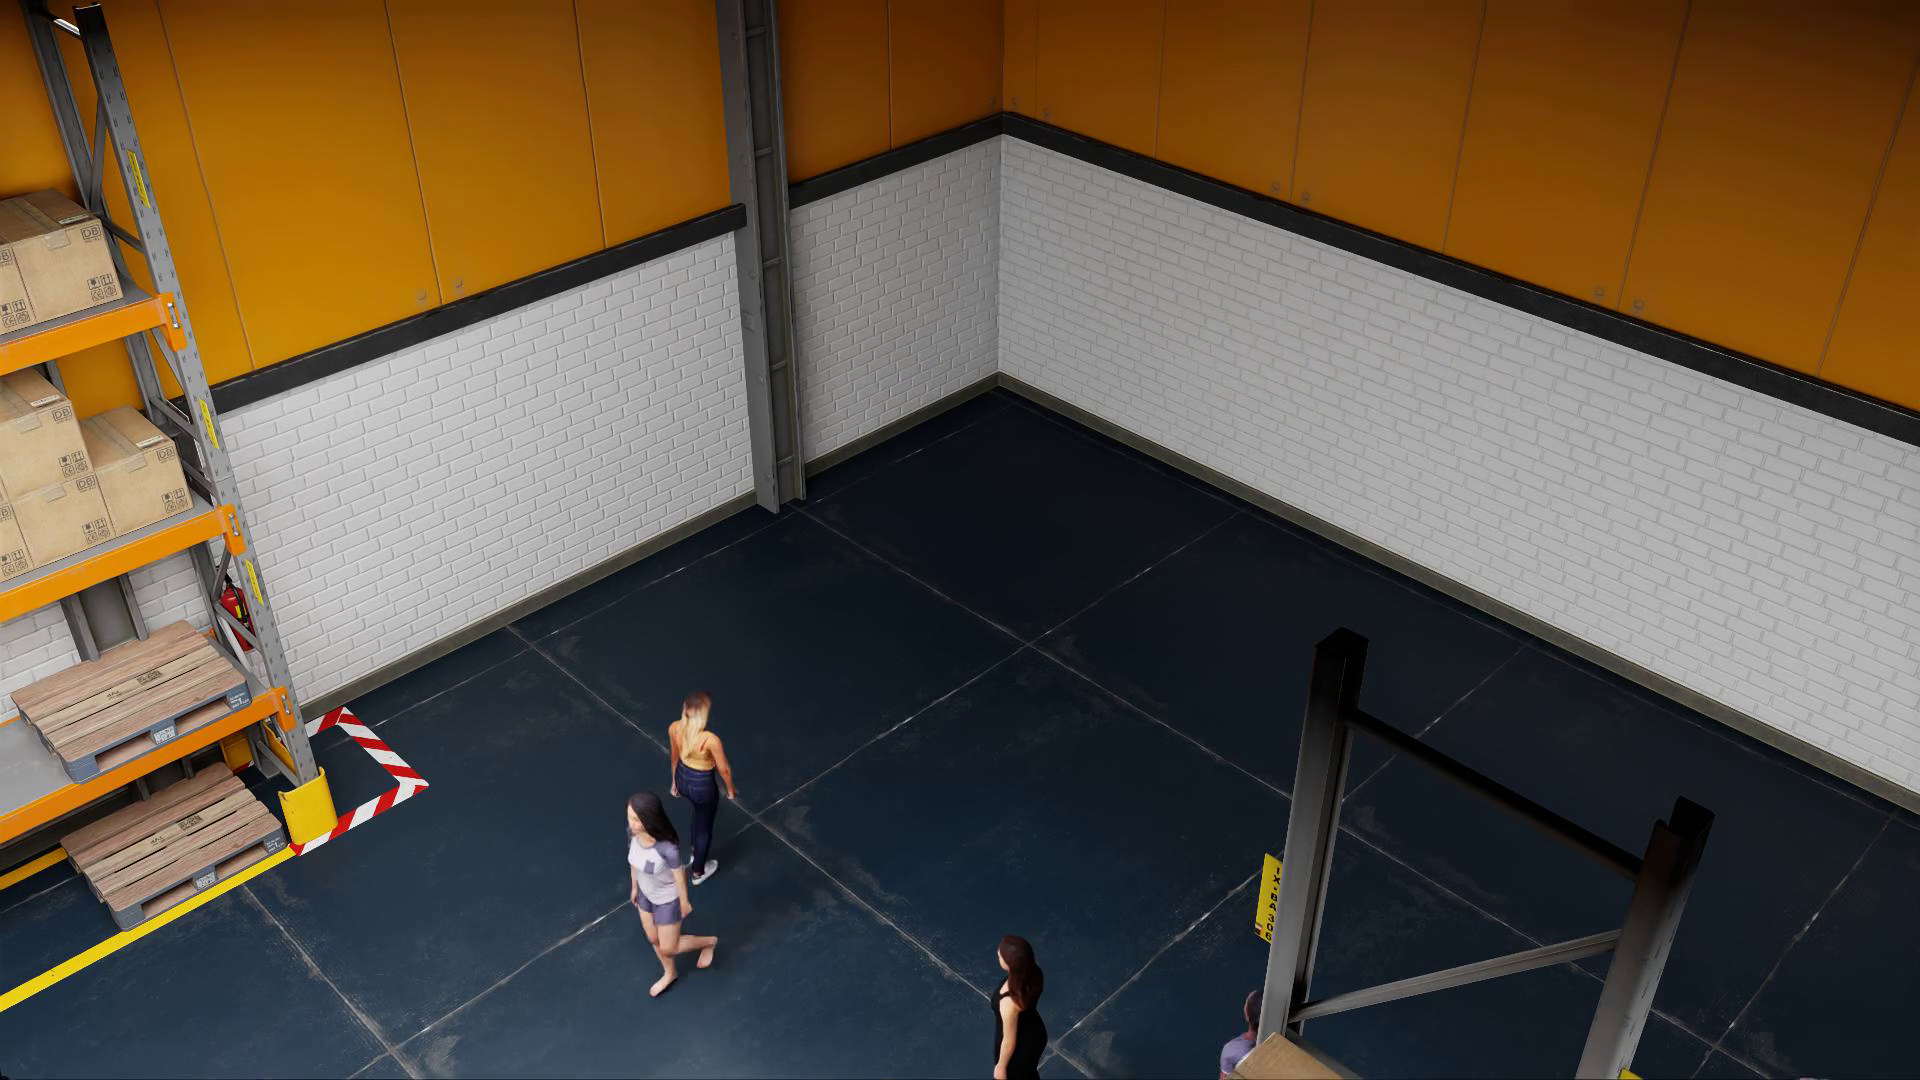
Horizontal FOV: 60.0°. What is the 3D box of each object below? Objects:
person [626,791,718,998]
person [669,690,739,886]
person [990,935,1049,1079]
[{"bbox_3d":[-1.850,2.215,10.626,0.622,1.692,0.731,25,41,32],"label":"person"},{"bbox_3d":[-1.835,1.749,11.396,0.650,1.615,0.664,17,37,23],"label":"person"},{"bbox_3d":[0.337,2.908,9.587,0.722,1.687,0.588,14,36,20],"label":"person"}]
